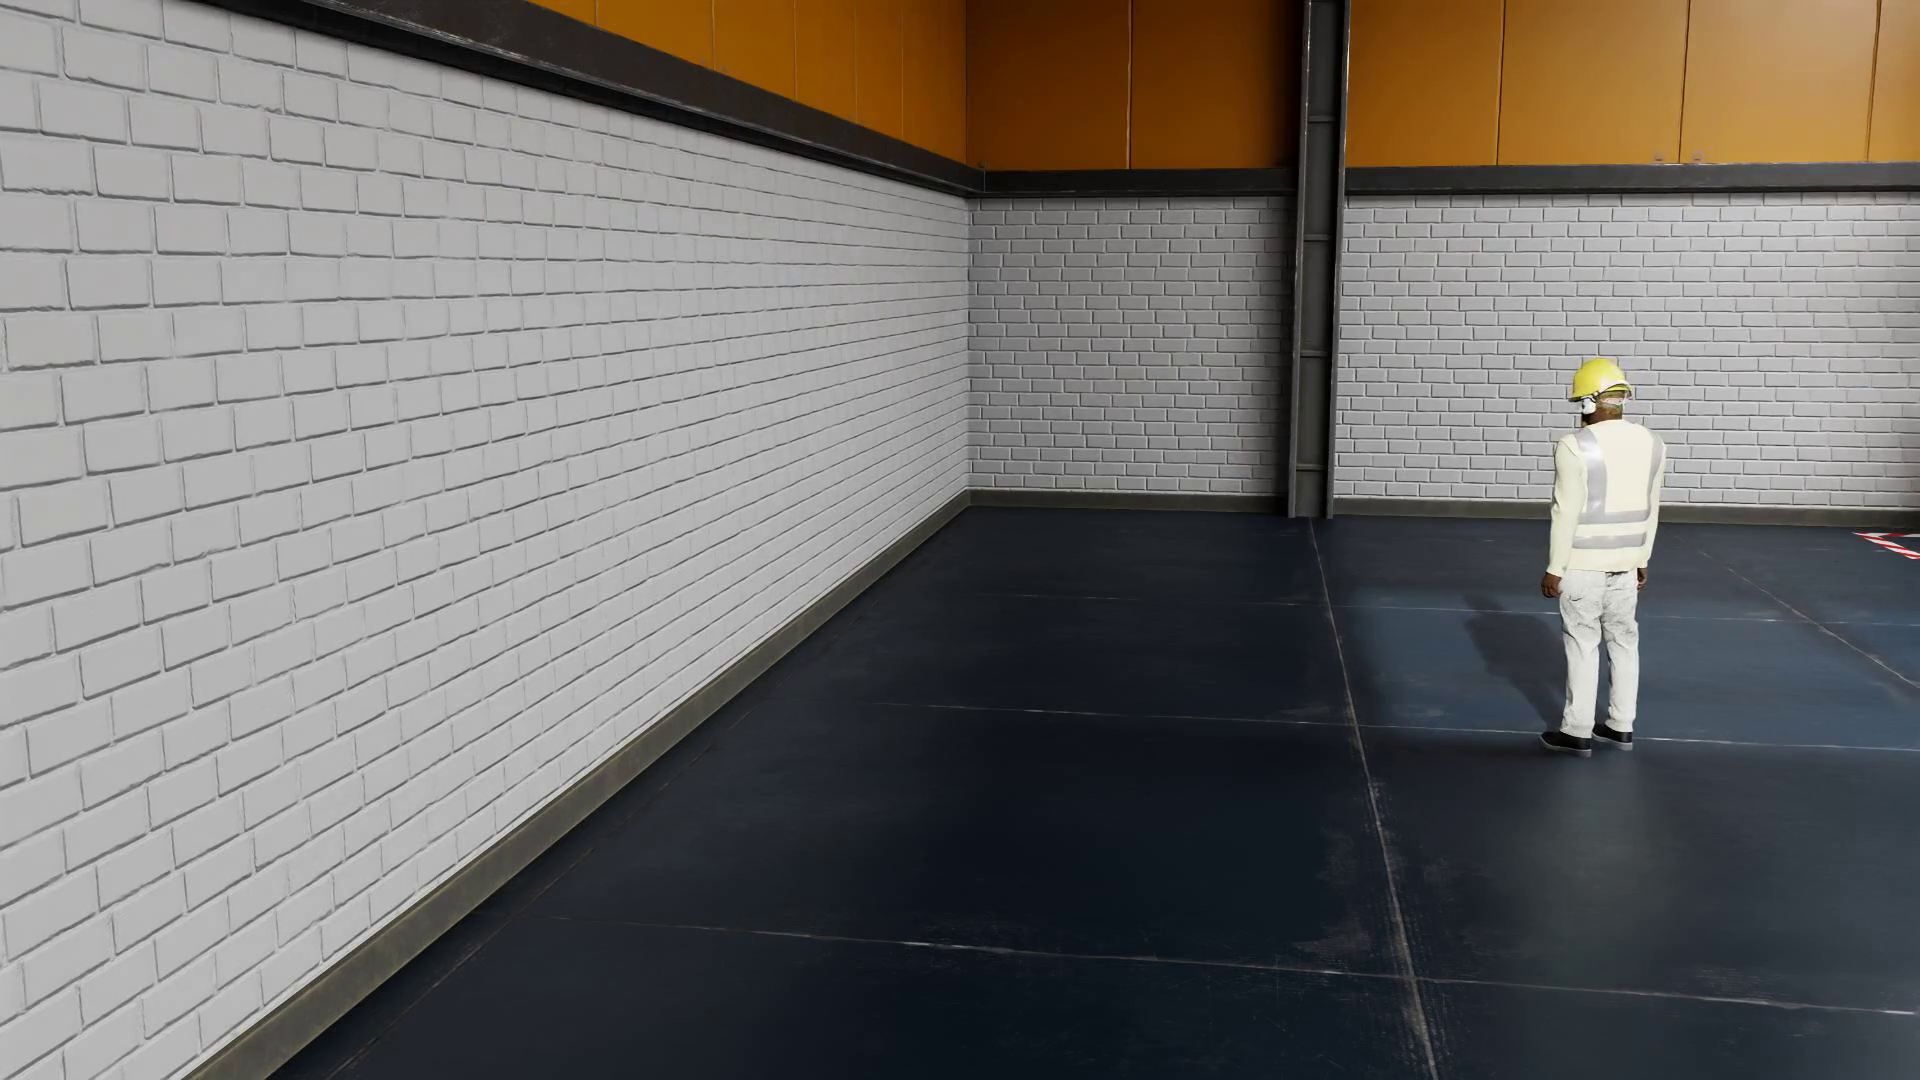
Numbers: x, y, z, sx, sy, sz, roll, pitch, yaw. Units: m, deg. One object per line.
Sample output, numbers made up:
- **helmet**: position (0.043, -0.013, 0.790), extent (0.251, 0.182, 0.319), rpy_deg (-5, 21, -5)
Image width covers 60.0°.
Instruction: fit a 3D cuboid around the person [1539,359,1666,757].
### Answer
- **person**: position (2.923, 0.083, 7.645), extent (0.598, 1.819, 0.403), rpy_deg (-4, 10, -21)
